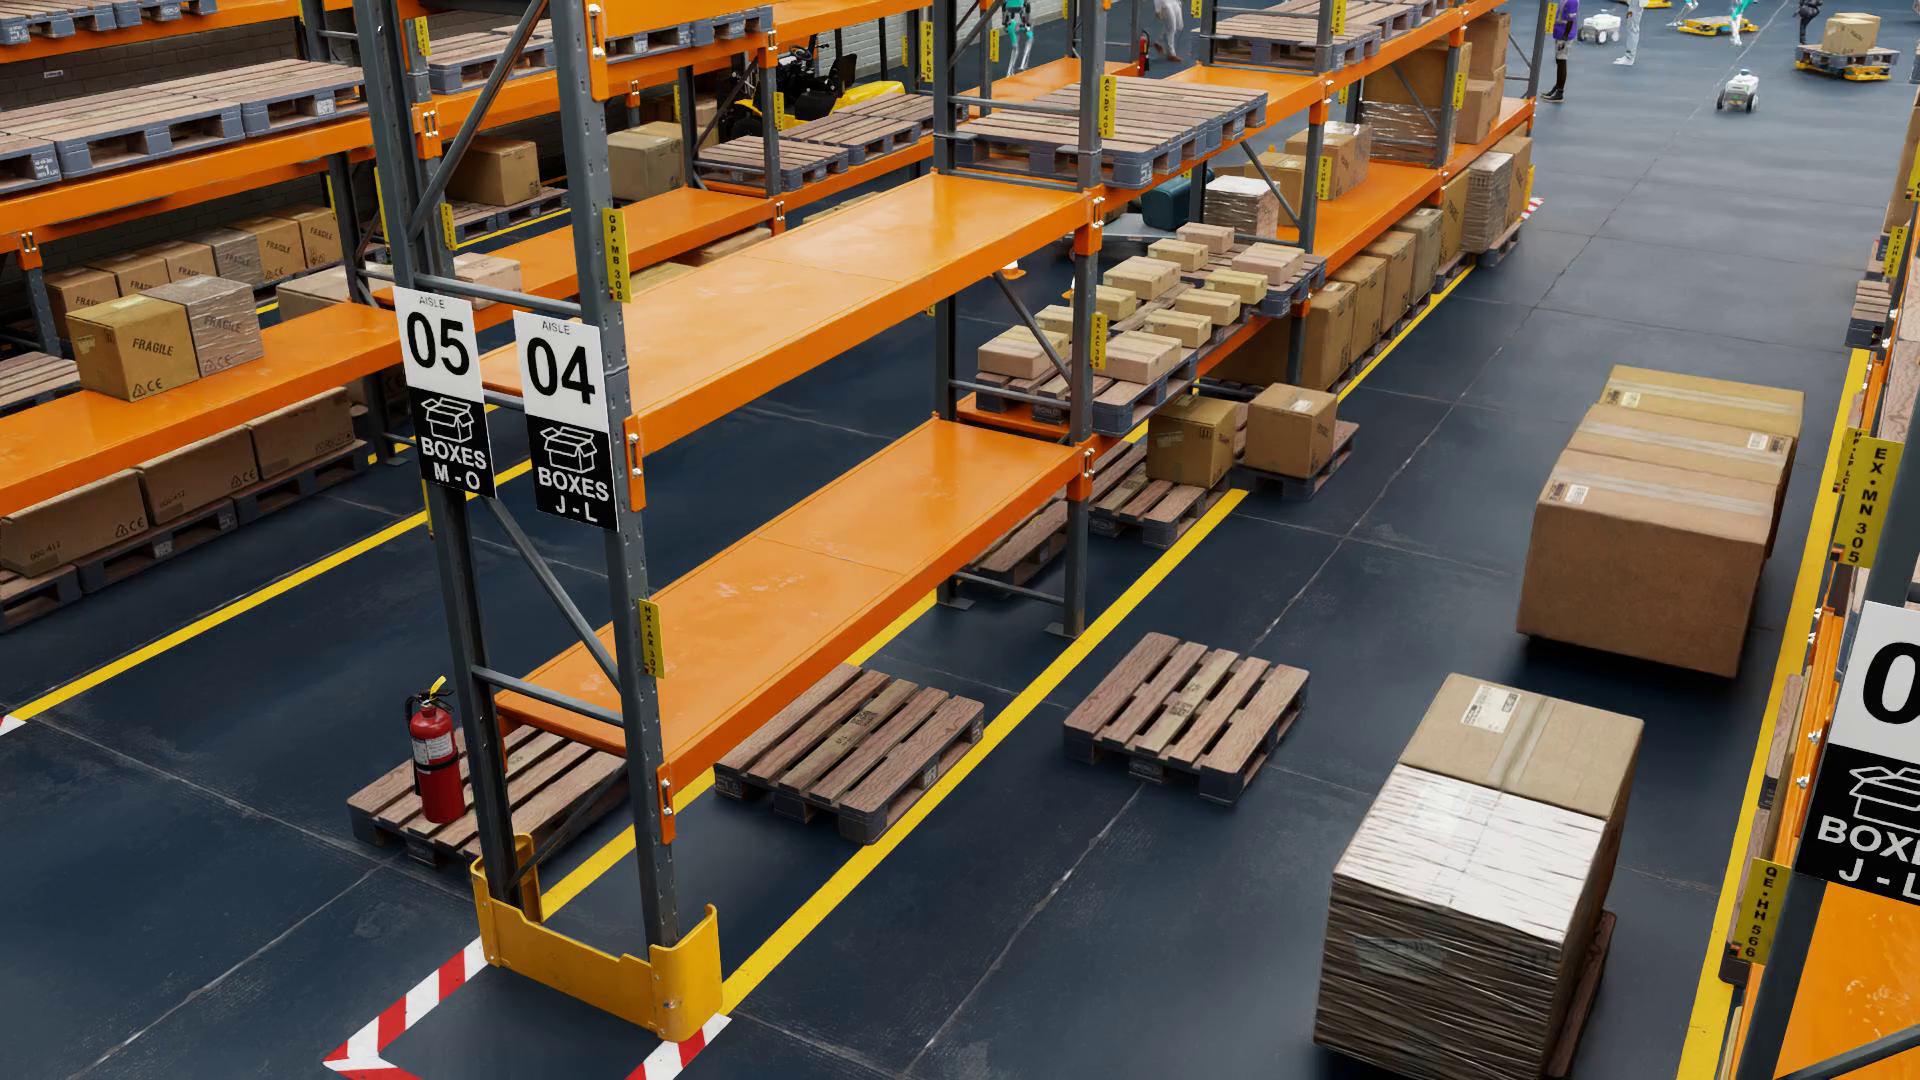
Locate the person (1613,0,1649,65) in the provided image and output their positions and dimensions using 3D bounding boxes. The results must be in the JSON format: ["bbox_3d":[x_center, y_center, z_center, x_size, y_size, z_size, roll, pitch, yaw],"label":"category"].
[{"bbox_3d":[11.498,-9.078,28.312,0.393,1.914,0.587,14,29,27],"label":"person"}]

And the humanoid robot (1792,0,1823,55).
[{"bbox_3d":[14.846,-9.350,29.142,0.609,1.656,0.406,-16,30,-30],"label":"humanoid robot"}]

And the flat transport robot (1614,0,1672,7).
[{"bbox_3d":[14.319,-11.448,35.129,0.659,0.231,1.431,-6,26,-12],"label":"flat transport robot"}]

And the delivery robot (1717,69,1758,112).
[{"bbox_3d":[11.790,-6.781,25.125,0.505,0.614,0.786,16,30,29],"label":"delivery robot"}]

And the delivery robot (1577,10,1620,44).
[{"bbox_3d":[11.811,-9.461,30.668,0.771,0.592,0.499,-16,30,-29],"label":"delivery robot"}]

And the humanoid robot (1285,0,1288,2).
[{"bbox_3d":[6.239,-9.986,30.498,0.713,1.877,0.555,14,29,27],"label":"humanoid robot"}]

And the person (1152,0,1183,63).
[{"bbox_3d":[3.551,-9.127,28.445,0.511,1.882,0.672,15,29,28],"label":"person"}]

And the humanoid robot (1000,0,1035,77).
[{"bbox_3d":[0.990,-8.515,27.357,0.553,1.781,0.882,13,29,25],"label":"humanoid robot"}]

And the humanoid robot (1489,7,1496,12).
[{"bbox_3d":[8.643,-8.554,27.500,0.602,1.648,0.465,-7,27,-14],"label":"humanoid robot"}]

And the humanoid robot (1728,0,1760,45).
[{"bbox_3d":[14.273,-9.956,30.356,0.541,1.802,0.806,-8,27,-16],"label":"humanoid robot"}]

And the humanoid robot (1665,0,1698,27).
[{"bbox_3d":[13.766,-10.593,31.507,0.533,1.677,0.735,-16,30,-30],"label":"humanoid robot"}]

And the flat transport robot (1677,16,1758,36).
[{"bbox_3d":[14.454,-9.806,31.717,1.431,0.231,0.659,-13,28,-24],"label":"flat transport robot"}]

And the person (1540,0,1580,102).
[{"bbox_3d":[9.203,-7.699,25.394,0.375,1.958,0.603,6,26,12],"label":"person"}]

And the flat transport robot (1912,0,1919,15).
[{"bbox_3d":[19.325,-10.168,32.470,0.659,0.231,1.431,8,27,16],"label":"flat transport robot"}]

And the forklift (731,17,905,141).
[{"bbox_3d":[-1.819,-5.975,21.543,2.313,2.155,1.214,14,29,26],"label":"forklift"}]

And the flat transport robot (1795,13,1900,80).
[{"bbox_3d":[14.698,-7.863,27.680,0.659,0.231,1.431,-7,27,-14],"label":"flat transport robot"}]
